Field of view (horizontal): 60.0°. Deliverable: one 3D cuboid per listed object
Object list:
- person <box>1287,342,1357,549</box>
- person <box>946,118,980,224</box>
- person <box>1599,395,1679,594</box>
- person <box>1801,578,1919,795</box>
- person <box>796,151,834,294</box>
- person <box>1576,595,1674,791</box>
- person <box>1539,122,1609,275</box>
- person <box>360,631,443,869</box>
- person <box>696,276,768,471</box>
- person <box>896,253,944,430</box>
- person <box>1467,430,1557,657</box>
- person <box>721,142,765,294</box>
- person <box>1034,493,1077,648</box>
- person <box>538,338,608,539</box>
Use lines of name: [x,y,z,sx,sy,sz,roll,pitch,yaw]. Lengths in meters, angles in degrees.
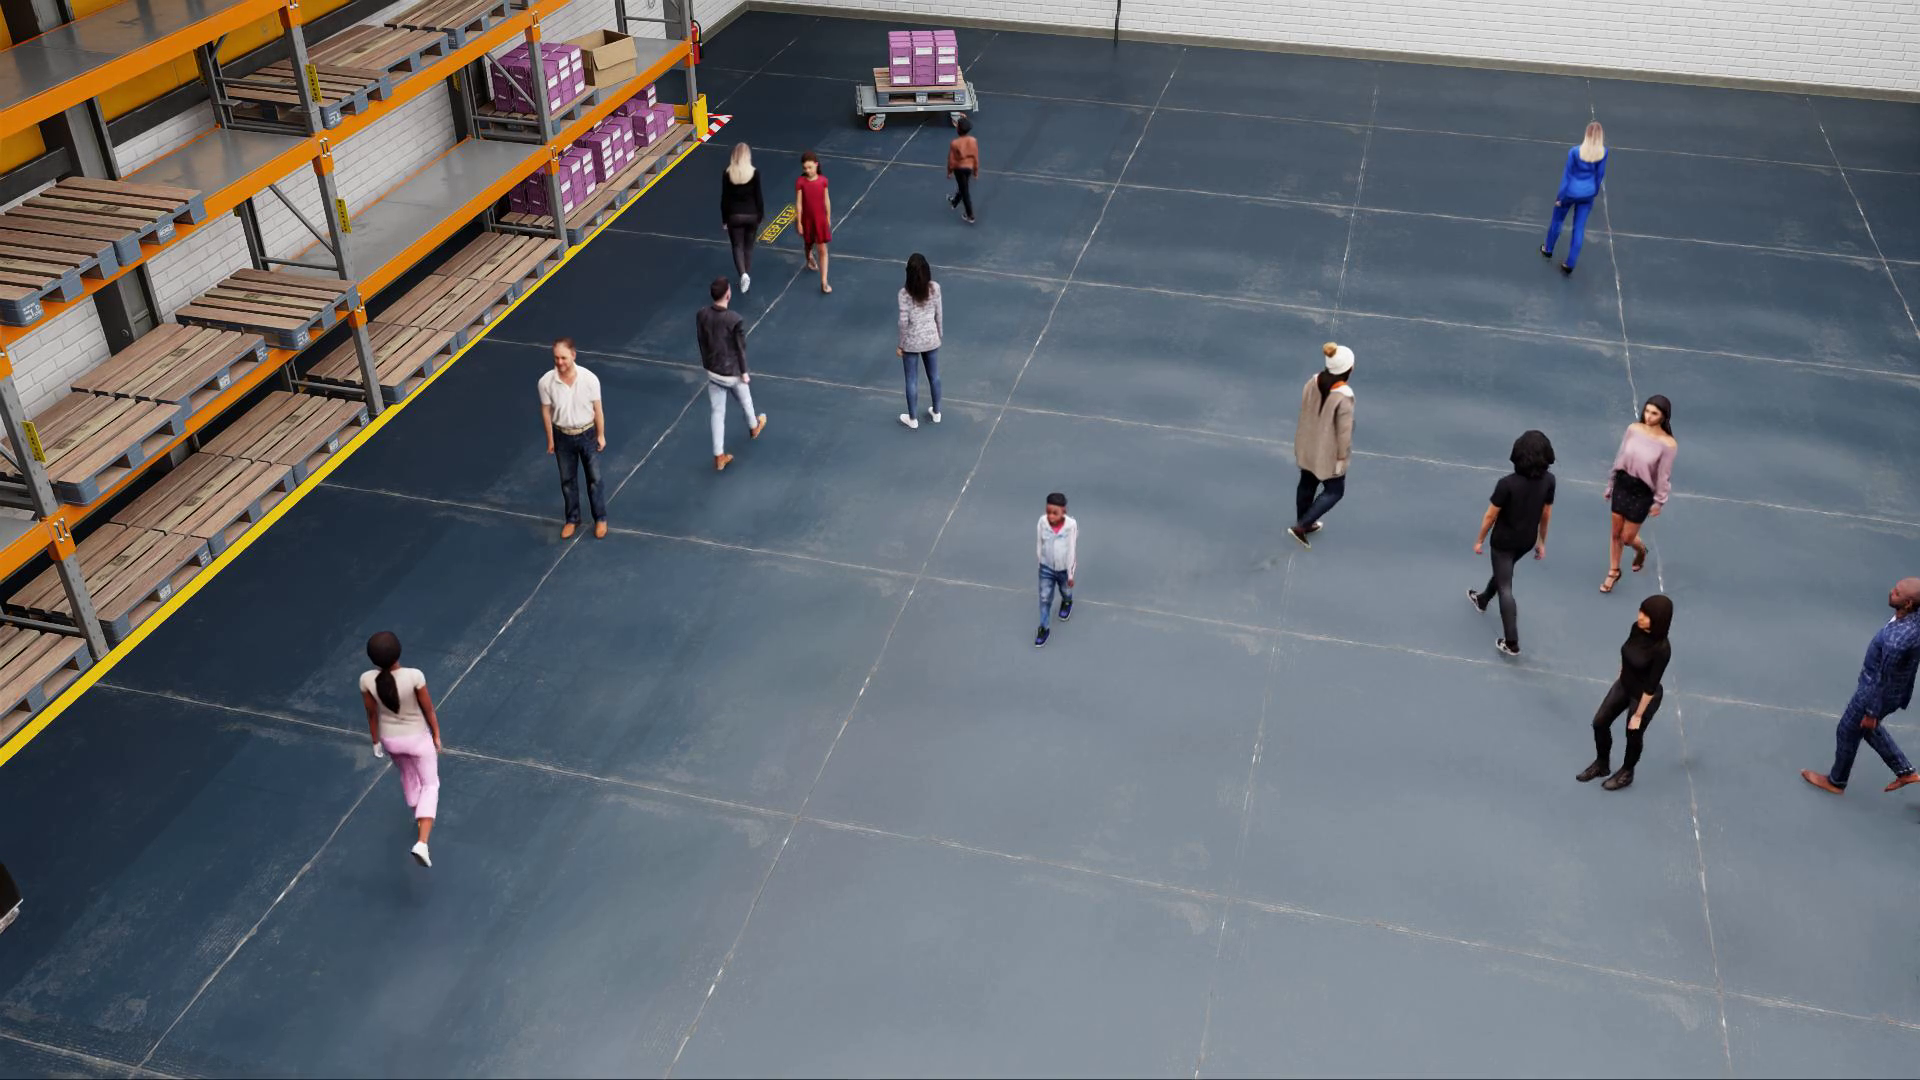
person: [2.916,-0.764,13.742,1.005,1.881,0.938,-21,39,-28]
person: [0.066,-4.370,19.764,0.876,1.220,0.923,-20,38,-27]
person: [5.408,-0.377,13.229,0.892,1.805,0.828,-22,39,-29]
person: [6.241,1.028,11.119,0.948,1.799,0.976,25,41,32]
person: [-1.617,-3.547,18.249,0.861,1.526,1.097,-8,34,-12]
person: [4.655,1.032,11.266,0.794,1.630,0.718,-10,35,-14]
person: [6.872,-3.756,18.428,0.803,1.677,0.983,0,34,0]
person: [-3.573,1.353,10.701,0.792,1.722,1.082,-2,34,-3]
person: [-2.130,-1.446,14.840,0.715,1.802,1.081,10,35,15]
person: [-0.377,-1.867,15.536,0.688,1.732,0.726,-14,36,-20]
person: [4.219,0.049,12.600,0.995,1.791,1.233,-6,34,-9]
person: [-2.322,-3.410,17.922,0.814,1.660,0.976,-6,34,-9]
person: [0.780,0.154,12.935,0.483,1.245,0.857,9,35,14]
person: [-3.211,-0.884,13.945,0.709,1.855,0.660,0,34,1]
